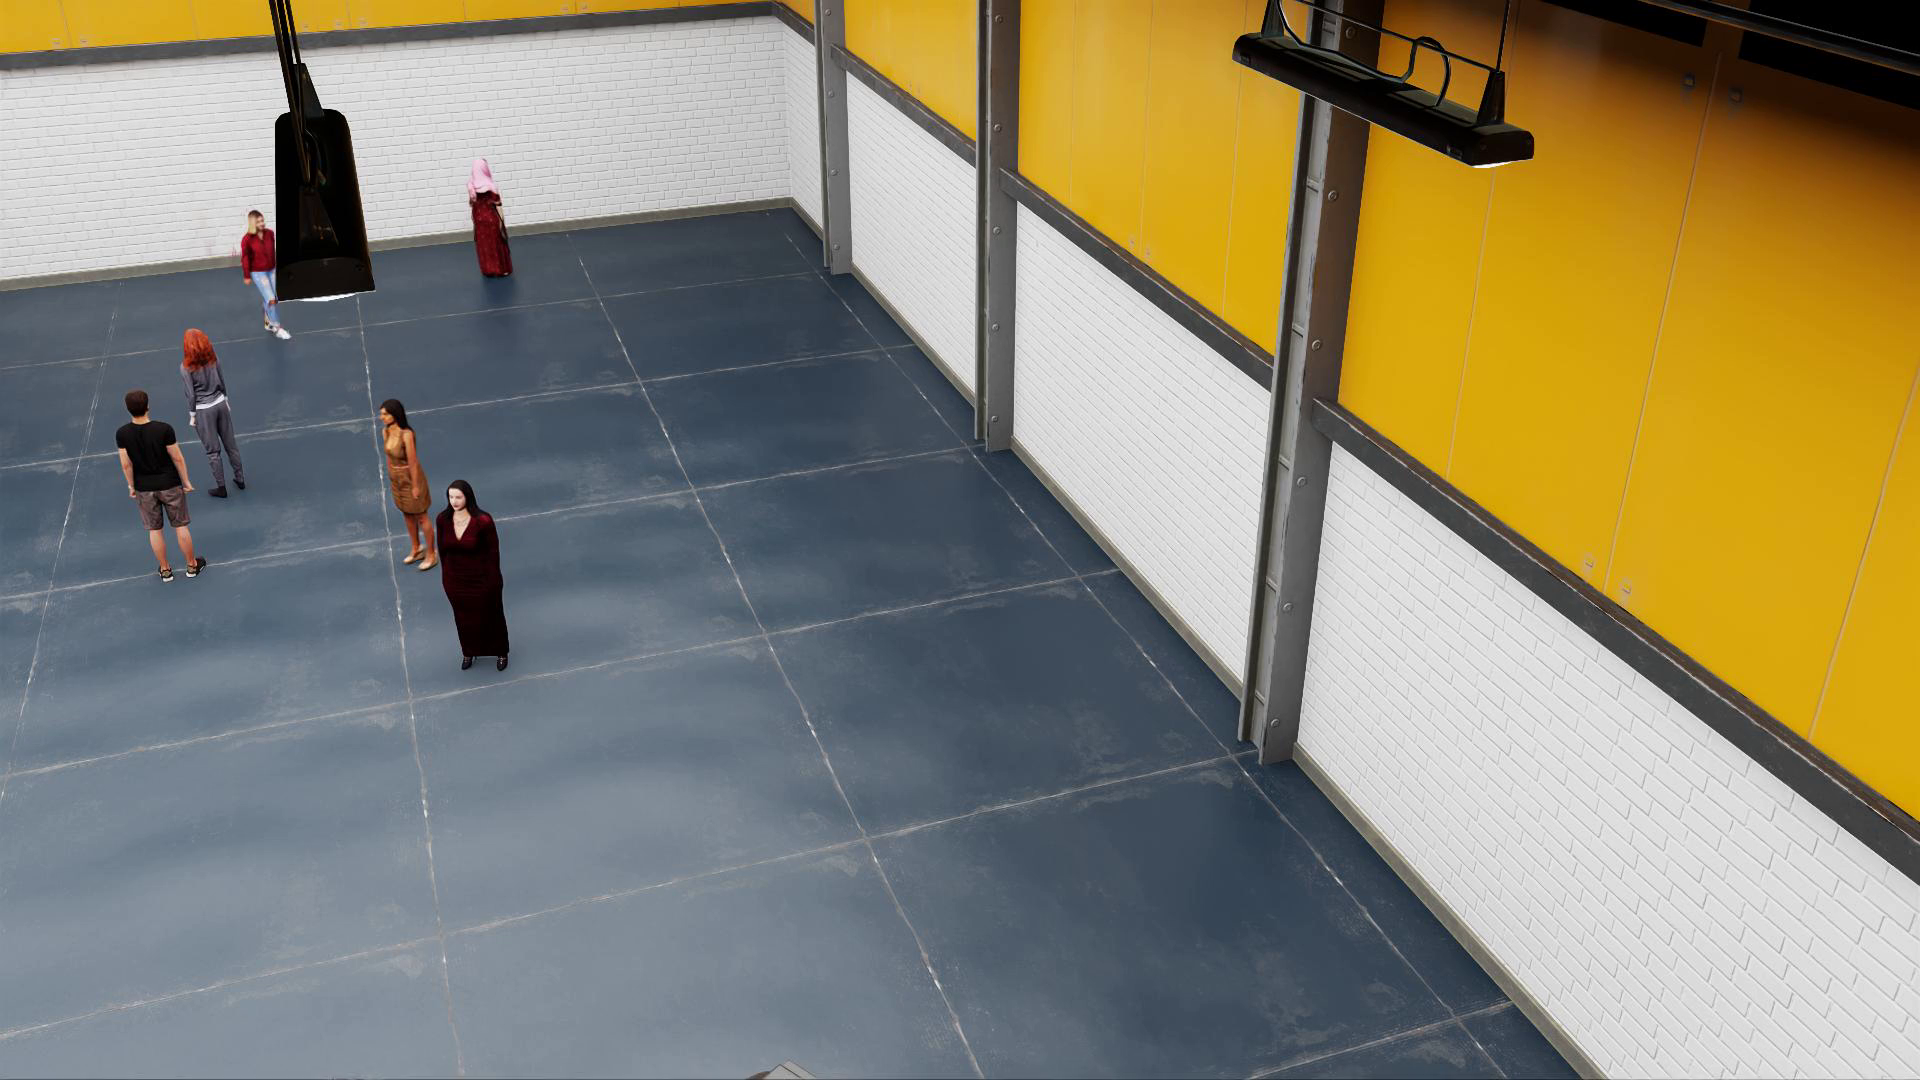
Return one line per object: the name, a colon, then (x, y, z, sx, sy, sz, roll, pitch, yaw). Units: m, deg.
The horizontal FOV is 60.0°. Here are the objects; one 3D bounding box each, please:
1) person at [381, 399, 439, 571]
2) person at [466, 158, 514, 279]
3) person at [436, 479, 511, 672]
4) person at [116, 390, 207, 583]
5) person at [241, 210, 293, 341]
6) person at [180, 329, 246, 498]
person: (-5.092, -0.527, 15.351, 0.608, 1.689, 0.697, 19, 34, 30)
person: (-6.364, -4.337, 22.388, 0.763, 1.639, 0.796, 8, 30, 14)
person: (-4.041, 0.290, 13.782, 0.751, 1.757, 0.745, 2, 29, 4)
person: (-7.305, -0.499, 15.121, 0.682, 1.861, 0.557, -9, 30, -16)
person: (-8.633, -3.300, 20.526, 0.980, 1.601, 0.902, 14, 32, 24)
person: (-7.502, -1.283, 16.644, 0.685, 1.780, 0.659, 18, 33, 29)
